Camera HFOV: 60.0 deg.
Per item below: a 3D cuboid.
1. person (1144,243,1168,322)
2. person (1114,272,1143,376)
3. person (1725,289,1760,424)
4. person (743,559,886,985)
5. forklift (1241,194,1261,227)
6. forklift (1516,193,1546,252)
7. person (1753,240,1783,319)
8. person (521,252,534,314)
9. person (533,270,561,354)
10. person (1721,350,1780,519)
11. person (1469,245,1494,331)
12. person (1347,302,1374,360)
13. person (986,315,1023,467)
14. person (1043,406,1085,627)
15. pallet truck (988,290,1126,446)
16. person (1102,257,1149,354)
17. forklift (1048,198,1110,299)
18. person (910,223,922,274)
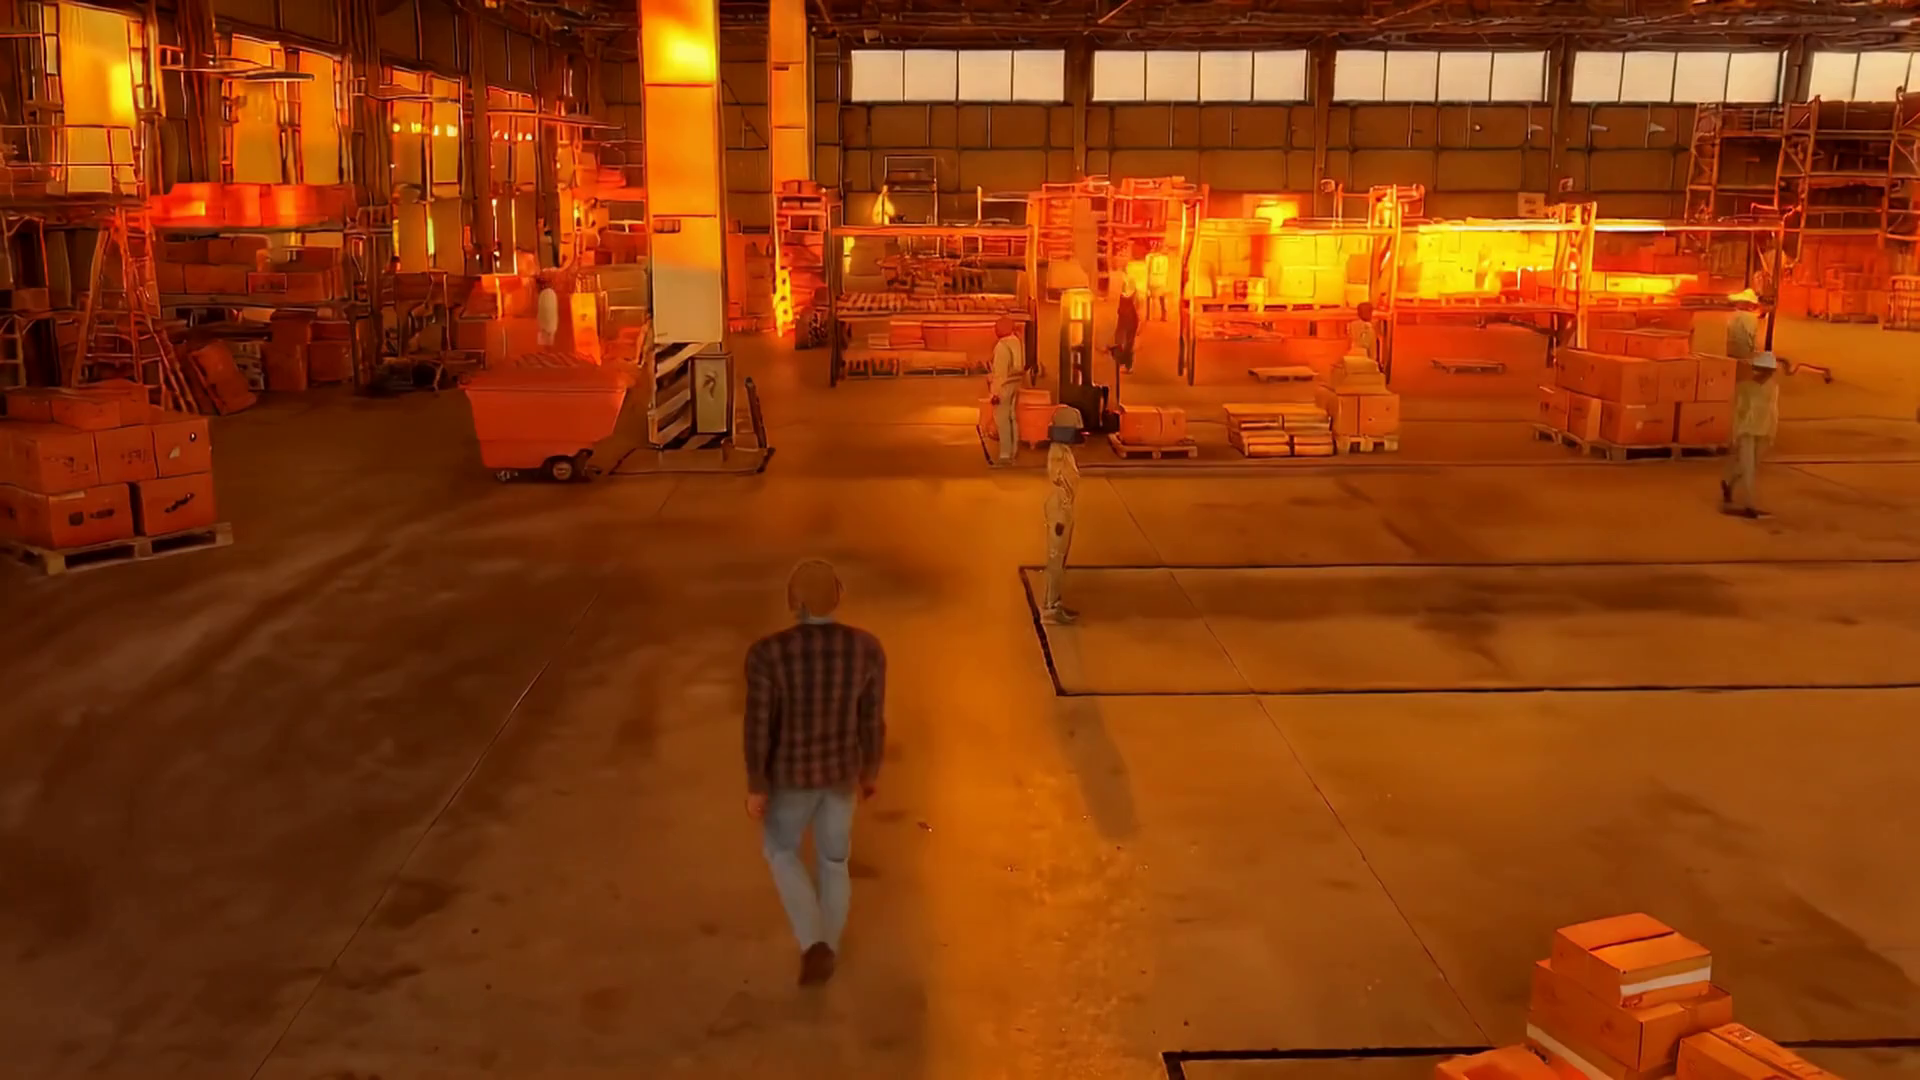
[{"bbox_3d":[4.701,-6.104,39.540,0.610,1.898,0.756,-4,13,-19],"label":"person"},{"bbox_3d":[2.945,-3.774,29.164,0.552,1.823,0.422,10,16,38],"label":"person"},{"bbox_3d":[11.104,-2.594,23.640,0.400,1.919,0.582,-5,13,-20],"label":"person"},{"bbox_3d":[-0.625,1.032,7.233,0.651,1.928,0.472,-5,14,-23],"label":"person"},{"bbox_3d":[9.557,-9.996,54.854,1.873,2.768,1.129,-3,13,-11],"label":"forklift"},{"bbox_3d":[19.681,-10.600,57.581,1.873,2.768,1.129,-9,15,-34],"label":"forklift"},{"bbox_3d":[19.871,-6.427,40.933,0.608,1.929,0.970,7,14,30],"label":"person"},{"bbox_3d":[-10.575,-6.221,40.656,0.314,1.634,0.515,-7,14,-30],"label":"person"},{"bbox_3d":[-6.967,-3.658,28.478,0.742,1.914,0.556,1,13,3],"label":"person"},{"bbox_3d":[8.253,-1.131,17.427,0.533,1.749,0.670,-3,13,-15],"label":"person"},{"bbox_3d":[11.803,-5.669,37.504,0.392,1.921,0.591,-2,13,-9],"label":"person"},{"bbox_3d":[5.838,-2.613,24.215,0.318,1.696,0.532,-6,14,-25],"label":"person"},{"bbox_3d":[0.532,-1.816,20.288,0.429,1.840,0.634,5,13,22],"label":"person"},{"bbox_3d":[0.831,-0.195,13.194,0.309,1.741,0.493,3,13,11],"label":"person"},{"bbox_3d":[1.257,-2.299,22.111,1.885,1.965,0.823,-9,15,-35],"label":"pallet truck"},{"bbox_3d":[3.239,-4.590,32.672,0.974,1.892,0.662,5,13,21],"label":"person"},{"bbox_3d":[3.448,-8.208,46.778,1.873,2.768,1.129,0,12,-2],"label":"forklift"},{"bbox_3d":[-1.459,-9.645,55.537,0.342,1.881,0.579,-6,14,-27],"label":"person"}]
